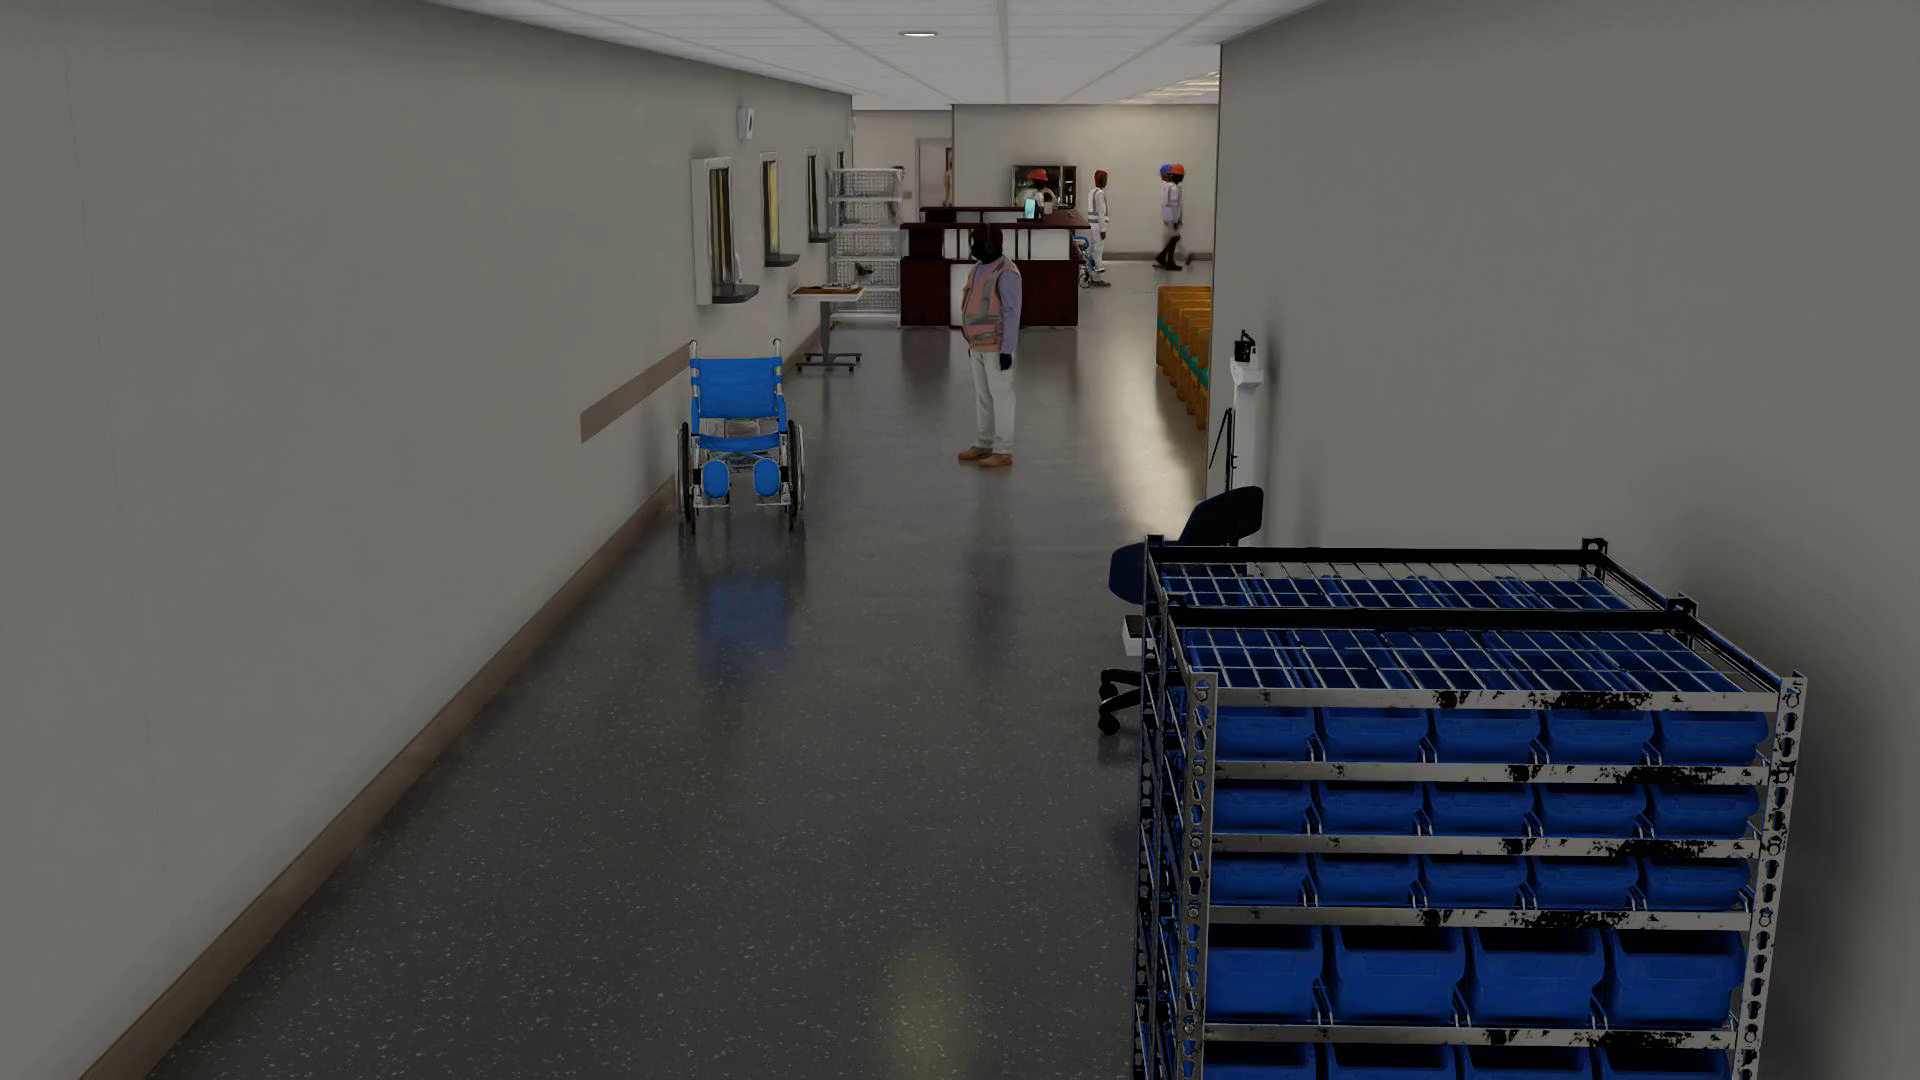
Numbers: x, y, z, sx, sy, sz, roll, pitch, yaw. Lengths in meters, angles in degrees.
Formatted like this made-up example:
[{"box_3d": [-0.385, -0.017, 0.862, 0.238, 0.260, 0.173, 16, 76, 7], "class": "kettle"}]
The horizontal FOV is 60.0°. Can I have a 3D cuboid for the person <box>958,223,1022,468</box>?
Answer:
[{"box_3d": [0.225, -1.472, 12.625, 0.430, 1.841, 0.624, -6, 15, -24], "class": "person"}]

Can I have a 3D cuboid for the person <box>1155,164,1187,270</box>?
[{"box_3d": [3.903, -5.884, 30.349, 0.426, 1.919, 0.576, -1, 14, -5], "class": "person"}]

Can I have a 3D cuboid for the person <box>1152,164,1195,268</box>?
[{"box_3d": [4.012, -5.997, 30.822, 0.795, 1.919, 0.619, -1, 14, -4], "class": "person"}]

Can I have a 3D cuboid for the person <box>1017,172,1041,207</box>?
[{"box_3d": [1.259, -5.411, 28.645, 0.595, 1.823, 0.403, -1, 14, -5], "class": "person"}]

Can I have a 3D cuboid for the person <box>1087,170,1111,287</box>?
[{"box_3d": [2.267, -5.097, 27.229, 0.356, 1.887, 0.572, -3, 14, -13], "class": "person"}]

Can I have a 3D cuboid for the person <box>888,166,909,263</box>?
[{"box_3d": [-1.188, -6.240, 31.933, 0.484, 1.850, 0.537, 10, 17, 35], "class": "person"}]

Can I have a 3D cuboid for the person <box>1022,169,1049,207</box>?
[{"box_3d": [1.295, -5.097, 27.203, 0.922, 1.894, 0.573, -5, 15, -19], "class": "person"}]

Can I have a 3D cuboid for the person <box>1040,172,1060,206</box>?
[{"box_3d": [1.504, -5.270, 28.061, 0.431, 1.835, 0.625, 3, 14, 11], "class": "person"}]
